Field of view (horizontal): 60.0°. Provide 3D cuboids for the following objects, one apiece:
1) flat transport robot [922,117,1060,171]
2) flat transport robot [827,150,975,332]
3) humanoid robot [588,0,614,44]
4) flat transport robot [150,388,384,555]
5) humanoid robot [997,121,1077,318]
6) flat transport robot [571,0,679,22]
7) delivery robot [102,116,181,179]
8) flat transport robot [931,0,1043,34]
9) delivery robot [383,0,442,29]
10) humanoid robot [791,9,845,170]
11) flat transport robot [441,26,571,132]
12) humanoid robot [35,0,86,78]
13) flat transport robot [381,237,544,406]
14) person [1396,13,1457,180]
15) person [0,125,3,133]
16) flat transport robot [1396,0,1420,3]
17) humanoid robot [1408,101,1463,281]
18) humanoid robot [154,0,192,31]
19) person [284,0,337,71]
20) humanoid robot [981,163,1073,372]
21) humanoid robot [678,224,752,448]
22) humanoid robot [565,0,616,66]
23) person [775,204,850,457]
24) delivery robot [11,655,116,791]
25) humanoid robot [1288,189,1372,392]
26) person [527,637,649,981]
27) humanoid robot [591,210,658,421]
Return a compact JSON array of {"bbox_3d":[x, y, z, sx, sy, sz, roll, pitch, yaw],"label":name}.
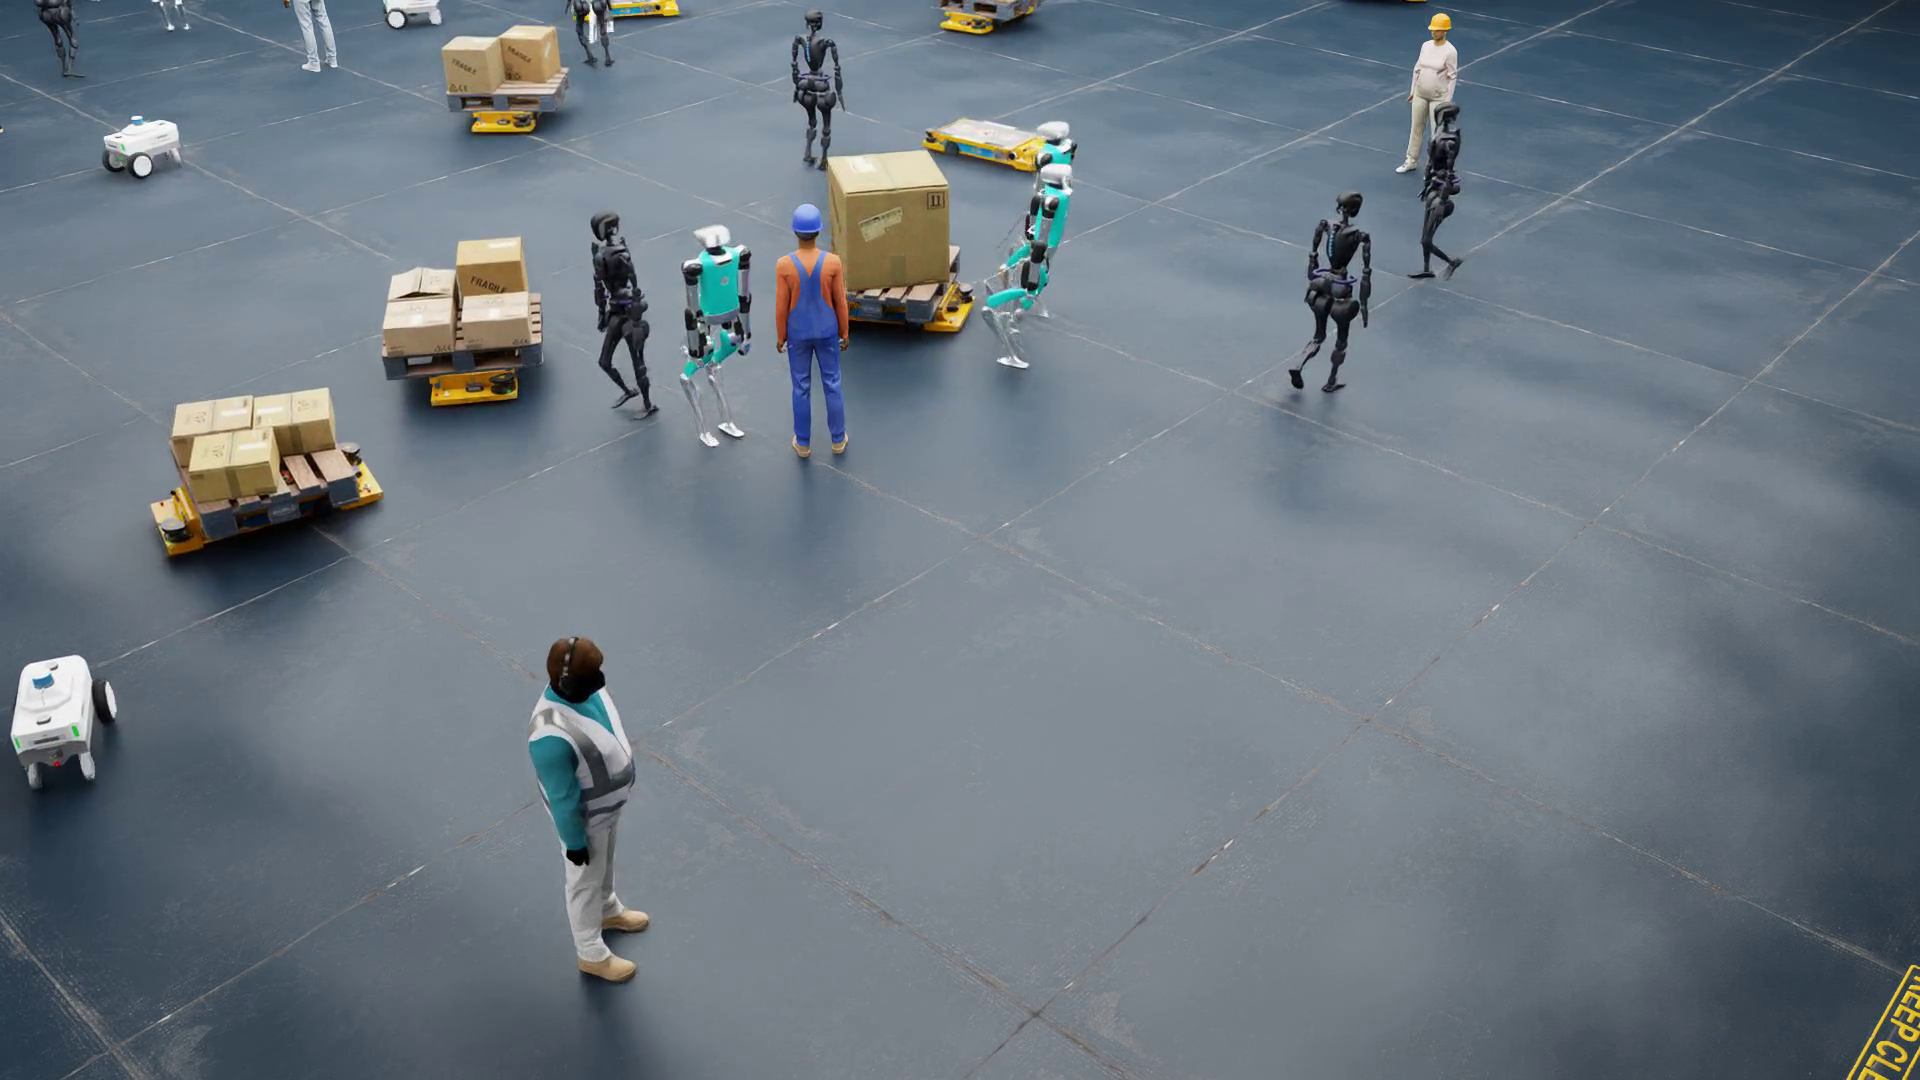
[{"bbox_3d":[0.353,-4.316,18.104,1.431,0.231,0.659,20,37,29],"label":"flat transport robot"},{"bbox_3d":[-0.631,-2.088,14.516,1.431,0.231,0.659,7,32,11],"label":"flat transport robot"},{"bbox_3d":[-4.792,-7.460,21.806,0.540,1.777,0.913,6,32,9],"label":"humanoid robot"},{"bbox_3d":[-4.857,-0.307,11.648,1.431,0.231,0.659,-18,36,-27],"label":"flat transport robot"},{"bbox_3d":[0.580,-2.687,14.112,0.712,1.812,0.541,19,36,27],"label":"humanoid robot"},{"bbox_3d":[-4.663,-7.416,23.095,1.431,0.231,0.659,-8,33,-12],"label":"flat transport robot"},{"bbox_3d":[-8.657,-4.167,17.598,0.519,0.599,0.771,17,36,26],"label":"delivery robot"},{"bbox_3d":[0.384,-7.196,22.741,0.659,0.231,1.431,18,36,26],"label":"flat transport robot"},{"bbox_3d":[-7.465,-7.275,22.594,0.793,0.590,0.499,-11,33,-17],"label":"delivery robot"},{"bbox_3d":[-1.486,-4.704,17.385,0.611,1.647,0.318,13,34,19],"label":"humanoid robot"},{"bbox_3d":[-5.163,-5.010,19.221,0.659,0.231,1.431,0,32,0],"label":"flat transport robot"},{"bbox_3d":[-11.051,-6.459,20.226,0.614,1.647,0.454,12,34,18],"label":"humanoid robot"},{"bbox_3d":[-3.995,-1.496,13.562,0.659,0.231,1.431,-6,32,-10],"label":"flat transport robot"},{"bbox_3d":[4.868,-4.576,17.166,0.327,1.696,0.474,-26,40,-35],"label":"person"},{"bbox_3d":[-11.000,-5.382,18.216,0.368,1.964,0.603,14,35,22],"label":"person"},{"bbox_3d":[5.986,-7.945,23.948,1.431,0.231,0.659,2,32,4],"label":"flat transport robot"},{"bbox_3d":[4.321,-3.099,14.802,0.443,1.645,0.599,-1,32,-1],"label":"humanoid robot"},{"bbox_3d":[-10.564,-7.547,21.948,0.540,1.842,0.661,-11,34,-18],"label":"humanoid robot"},{"bbox_3d":[-8.051,-6.752,20.470,0.392,1.913,0.587,26,40,35],"label":"person"},{"bbox_3d":[0.463,-2.104,13.211,0.795,1.834,0.567,8,33,13],"label":"humanoid robot"},{"bbox_3d":[-1.855,-1.526,12.187,0.530,1.740,0.728,-23,39,-32],"label":"humanoid robot"},{"bbox_3d":[-4.628,-6.737,20.655,0.599,1.651,0.364,-17,36,-25],"label":"humanoid robot"},{"bbox_3d":[-1.068,-1.502,12.019,0.534,1.908,0.369,-5,32,-8],"label":"person"},{"bbox_3d":[-5.055,0.981,9.297,0.499,0.587,0.777,-11,34,-18],"label":"delivery robot"},{"bbox_3d":[2.869,-1.894,12.877,0.521,1.637,0.612,-25,40,-35],"label":"humanoid robot"},{"bbox_3d":[-1.704,1.220,7.702,0.429,1.839,0.632,2,32,3],"label":"person"},{"bbox_3d":[-2.541,-1.688,12.535,0.361,1.648,0.598,-27,41,-36],"label":"humanoid robot"}]
